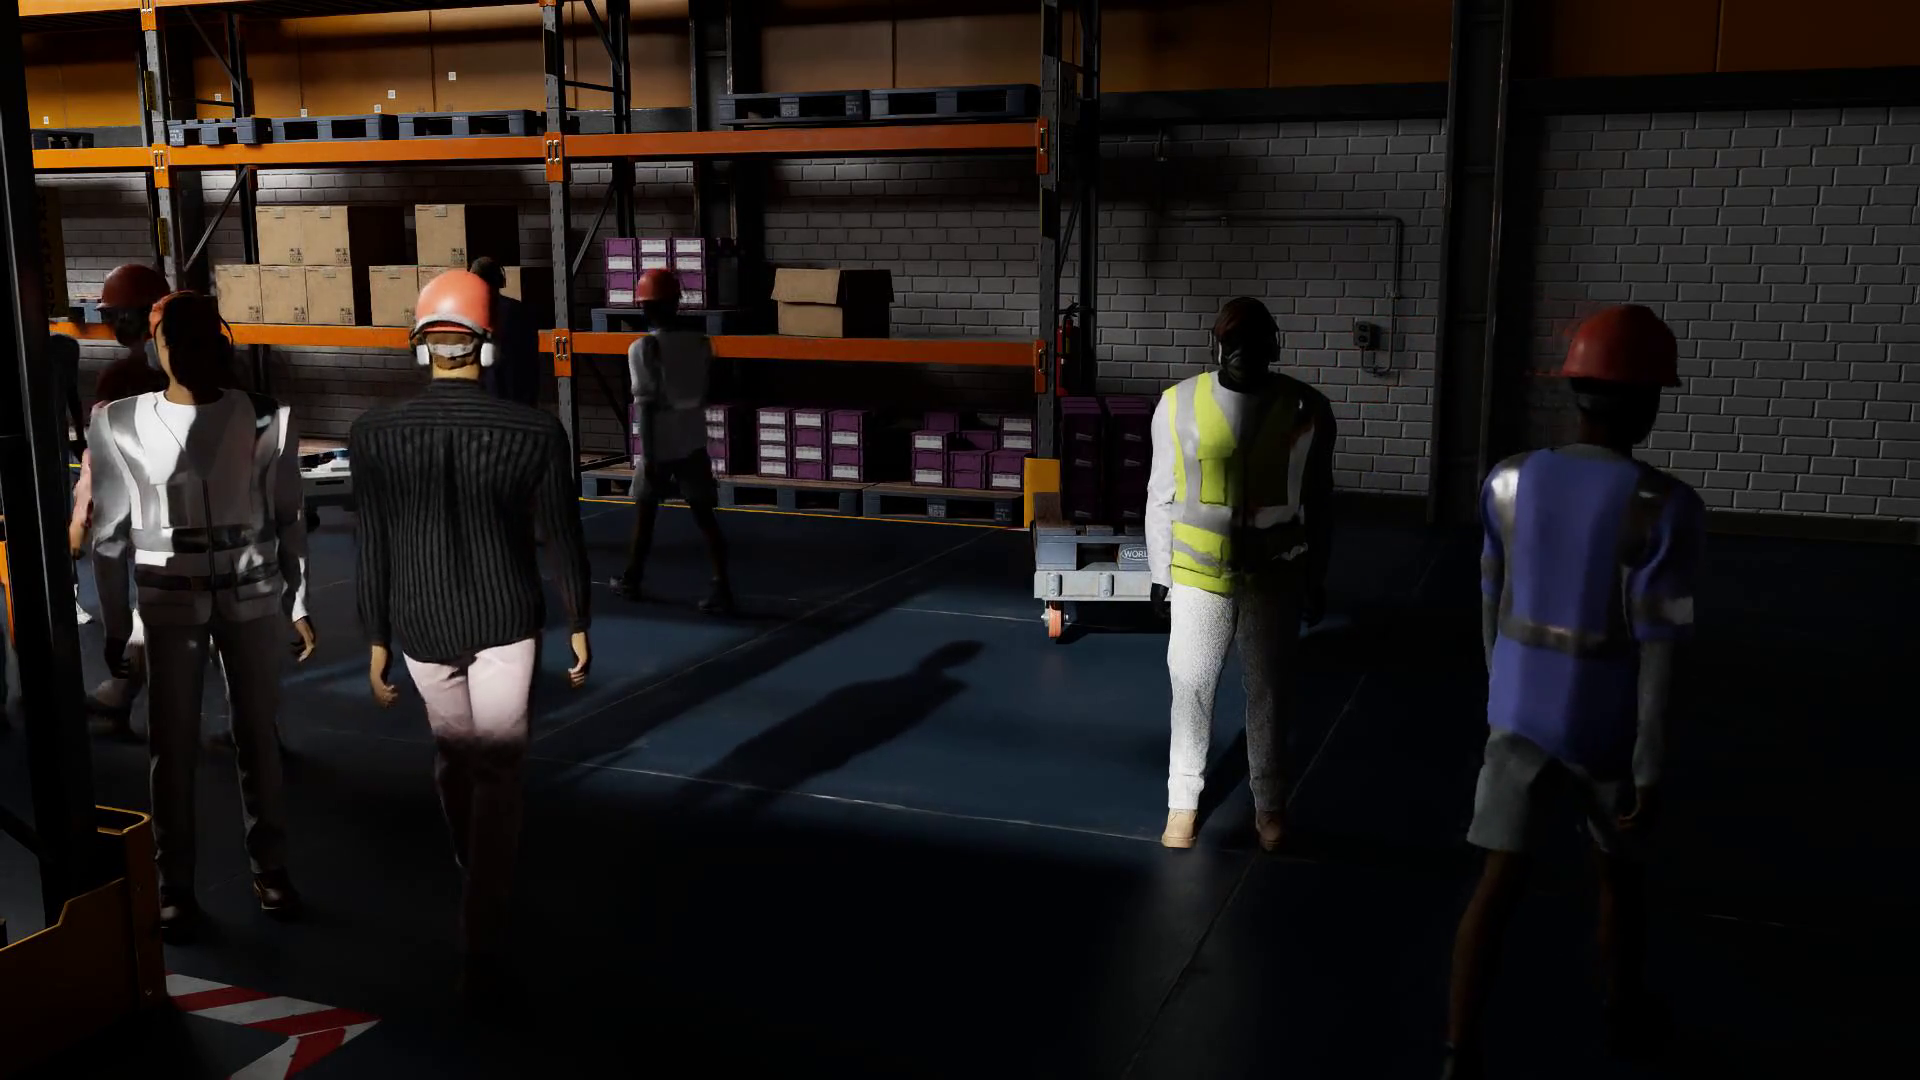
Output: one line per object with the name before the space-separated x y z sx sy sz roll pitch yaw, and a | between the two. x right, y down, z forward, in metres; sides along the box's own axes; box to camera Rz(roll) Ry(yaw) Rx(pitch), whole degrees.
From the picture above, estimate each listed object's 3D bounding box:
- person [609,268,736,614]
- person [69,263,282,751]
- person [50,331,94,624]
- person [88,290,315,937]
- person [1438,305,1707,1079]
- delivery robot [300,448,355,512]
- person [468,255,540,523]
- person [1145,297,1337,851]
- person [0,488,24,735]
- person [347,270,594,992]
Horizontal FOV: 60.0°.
person | -1.580 -0.538 9.127 0.555 1.885 1.016 -9 14 -42
person | -3.203 -0.117 6.597 1.065 1.925 0.630 1 10 6
person | -4.822 -0.456 8.696 0.517 1.865 0.327 -9 13 -40
person | -2.214 0.215 4.904 0.584 1.879 0.339 -6 12 -29
person | 1.416 0.410 3.847 0.548 1.891 0.999 10 14 44
delivery robot | -4.365 -0.408 11.812 0.707 0.478 0.477 -5 11 -27
person | -3.054 -0.893 10.923 0.630 1.936 0.366 -8 13 -37
person | 0.926 0.122 5.538 0.625 1.844 0.429 1 10 5
person | -4.036 -0.167 6.879 0.357 1.937 0.635 5 11 27
person | -1.356 0.231 4.669 0.628 1.956 0.947 0 10 -2
